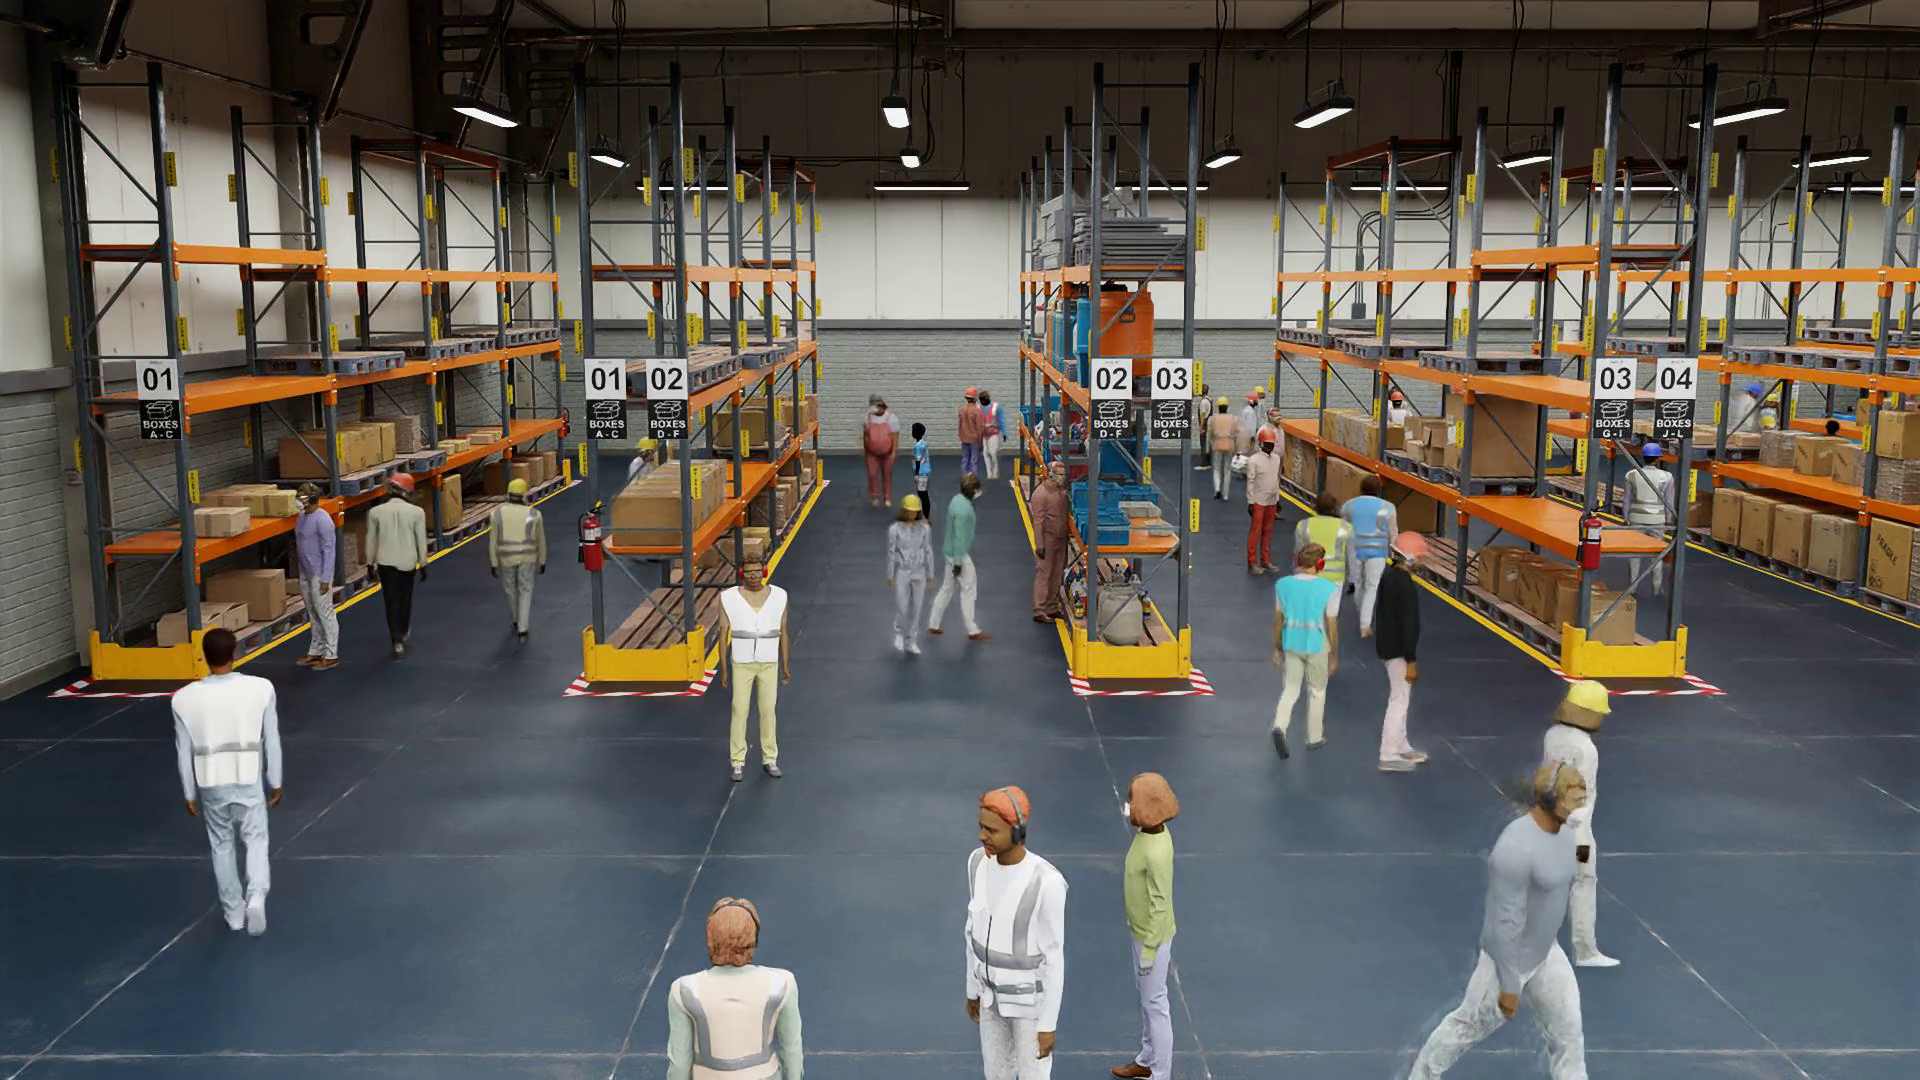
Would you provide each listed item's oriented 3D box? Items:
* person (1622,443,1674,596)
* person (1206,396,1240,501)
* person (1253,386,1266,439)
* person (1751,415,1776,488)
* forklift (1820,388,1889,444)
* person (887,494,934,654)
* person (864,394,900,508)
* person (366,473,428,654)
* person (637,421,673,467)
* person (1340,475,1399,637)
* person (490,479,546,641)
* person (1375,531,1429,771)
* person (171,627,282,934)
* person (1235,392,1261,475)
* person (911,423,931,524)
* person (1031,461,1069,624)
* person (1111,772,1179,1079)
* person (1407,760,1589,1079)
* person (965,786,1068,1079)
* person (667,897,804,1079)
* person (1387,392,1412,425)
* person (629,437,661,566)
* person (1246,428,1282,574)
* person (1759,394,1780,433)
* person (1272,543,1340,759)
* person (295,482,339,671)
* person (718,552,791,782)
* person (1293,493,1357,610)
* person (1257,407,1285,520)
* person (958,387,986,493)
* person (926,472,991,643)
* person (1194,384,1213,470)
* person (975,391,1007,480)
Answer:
[{"bbox_3d":[8.722,-0.256,21.108,0.603,1.942,0.402,5,10,29],"label":"person"},{"bbox_3d":[4.780,-1.662,30.270,0.624,1.905,0.449,1,9,4],"label":"person"},{"bbox_3d":[6.458,-2.464,35.985,0.318,1.737,0.485,3,9,17],"label":"person"},{"bbox_3d":[13.094,-1.136,27.155,0.607,1.819,0.588,-1,9,-4],"label":"person"},{"bbox_3d":[20.072,-3.110,36.462,1.873,2.768,1.129,0,9,0],"label":"forklift"},{"bbox_3d":[-0.511,0.368,17.769,0.500,1.723,0.372,-4,10,-23],"label":"person"},{"bbox_3d":[-1.382,-1.574,29.272,0.663,2.000,0.652,0,9,2],"label":"person"},{"bbox_3d":[-6.085,0.242,17.986,0.642,1.921,1.048,-3,9,-19],"label":"person"},{"bbox_3d":[-4.647,-0.904,25.315,0.567,1.926,0.400,0,9,2],"label":"person"},{"bbox_3d":[4.675,0.157,18.923,0.635,1.790,0.973,5,10,30],"label":"person"},{"bbox_3d":[-4.950,0.202,18.695,0.599,1.773,0.956,-1,9,-6],"label":"person"},{"bbox_3d":[3.604,0.900,13.547,0.447,1.986,0.622,-1,9,-5],"label":"person"},{"bbox_3d":[-4.419,1.486,10.081,0.594,1.895,0.654,-4,10,-23],"label":"person"},{"bbox_3d":[6.026,-2.165,34.069,0.766,1.722,0.578,3,9,21],"label":"person"},{"bbox_3d":[-0.642,-1.078,27.215,0.322,1.691,0.533,1,9,7],"label":"person"},{"bbox_3d":[1.091,0.024,19.476,0.401,1.897,0.648,6,11,34],"label":"person"},{"bbox_3d":[0.906,1.921,8.085,0.285,1.636,0.500,0,9,-2],"label":"person"},{"bbox_3d":[2.548,1.891,7.581,1.122,1.871,0.649,9,12,44],"label":"person"},{"bbox_3d":[0.222,1.957,7.087,0.348,1.879,0.578,-8,12,-40],"label":"person"},{"bbox_3d":[-0.859,2.181,6.398,0.520,1.639,0.312,-2,9,-11],"label":"person"},{"bbox_3d":[8.178,-1.817,31.206,0.543,1.929,0.387,0,9,3],"label":"person"},{"bbox_3d":[-4.375,-0.544,23.313,0.437,1.820,0.619,3,9,17],"label":"person"},{"bbox_3d":[4.164,-0.533,22.716,0.626,1.992,0.387,-7,11,-37],"label":"person"},{"bbox_3d":[16.324,-2.088,33.577,0.320,1.731,0.489,0,9,-1],"label":"person"},{"bbox_3d":[2.876,0.930,13.945,0.573,1.807,0.810,5,10,30],"label":"person"},{"bbox_3d":[-6.634,0.367,17.111,0.627,1.941,0.370,8,12,43],"label":"person"},{"bbox_3d":[-1.649,1.000,13.332,0.572,1.843,0.373,-3,9,-18],"label":"person"},{"bbox_3d":[3.817,0.399,17.395,0.642,1.788,0.974,3,9,17],"label":"person"},{"bbox_3d":[5.191,-1.248,27.605,0.409,1.907,0.651,8,12,41],"label":"person"},{"bbox_3d":[0.224,-1.877,31.358,0.374,1.997,0.613,-8,12,-43],"label":"person"},{"bbox_3d":[-0.053,0.190,18.449,0.696,1.912,0.664,-1,9,-4],"label":"person"},{"bbox_3d":[5.168,-2.387,35.158,0.348,1.839,0.504,4,10,24],"label":"person"},{"bbox_3d":[0.561,-2.084,33.314,0.684,1.806,0.541,4,10,22],"label":"person"}]
